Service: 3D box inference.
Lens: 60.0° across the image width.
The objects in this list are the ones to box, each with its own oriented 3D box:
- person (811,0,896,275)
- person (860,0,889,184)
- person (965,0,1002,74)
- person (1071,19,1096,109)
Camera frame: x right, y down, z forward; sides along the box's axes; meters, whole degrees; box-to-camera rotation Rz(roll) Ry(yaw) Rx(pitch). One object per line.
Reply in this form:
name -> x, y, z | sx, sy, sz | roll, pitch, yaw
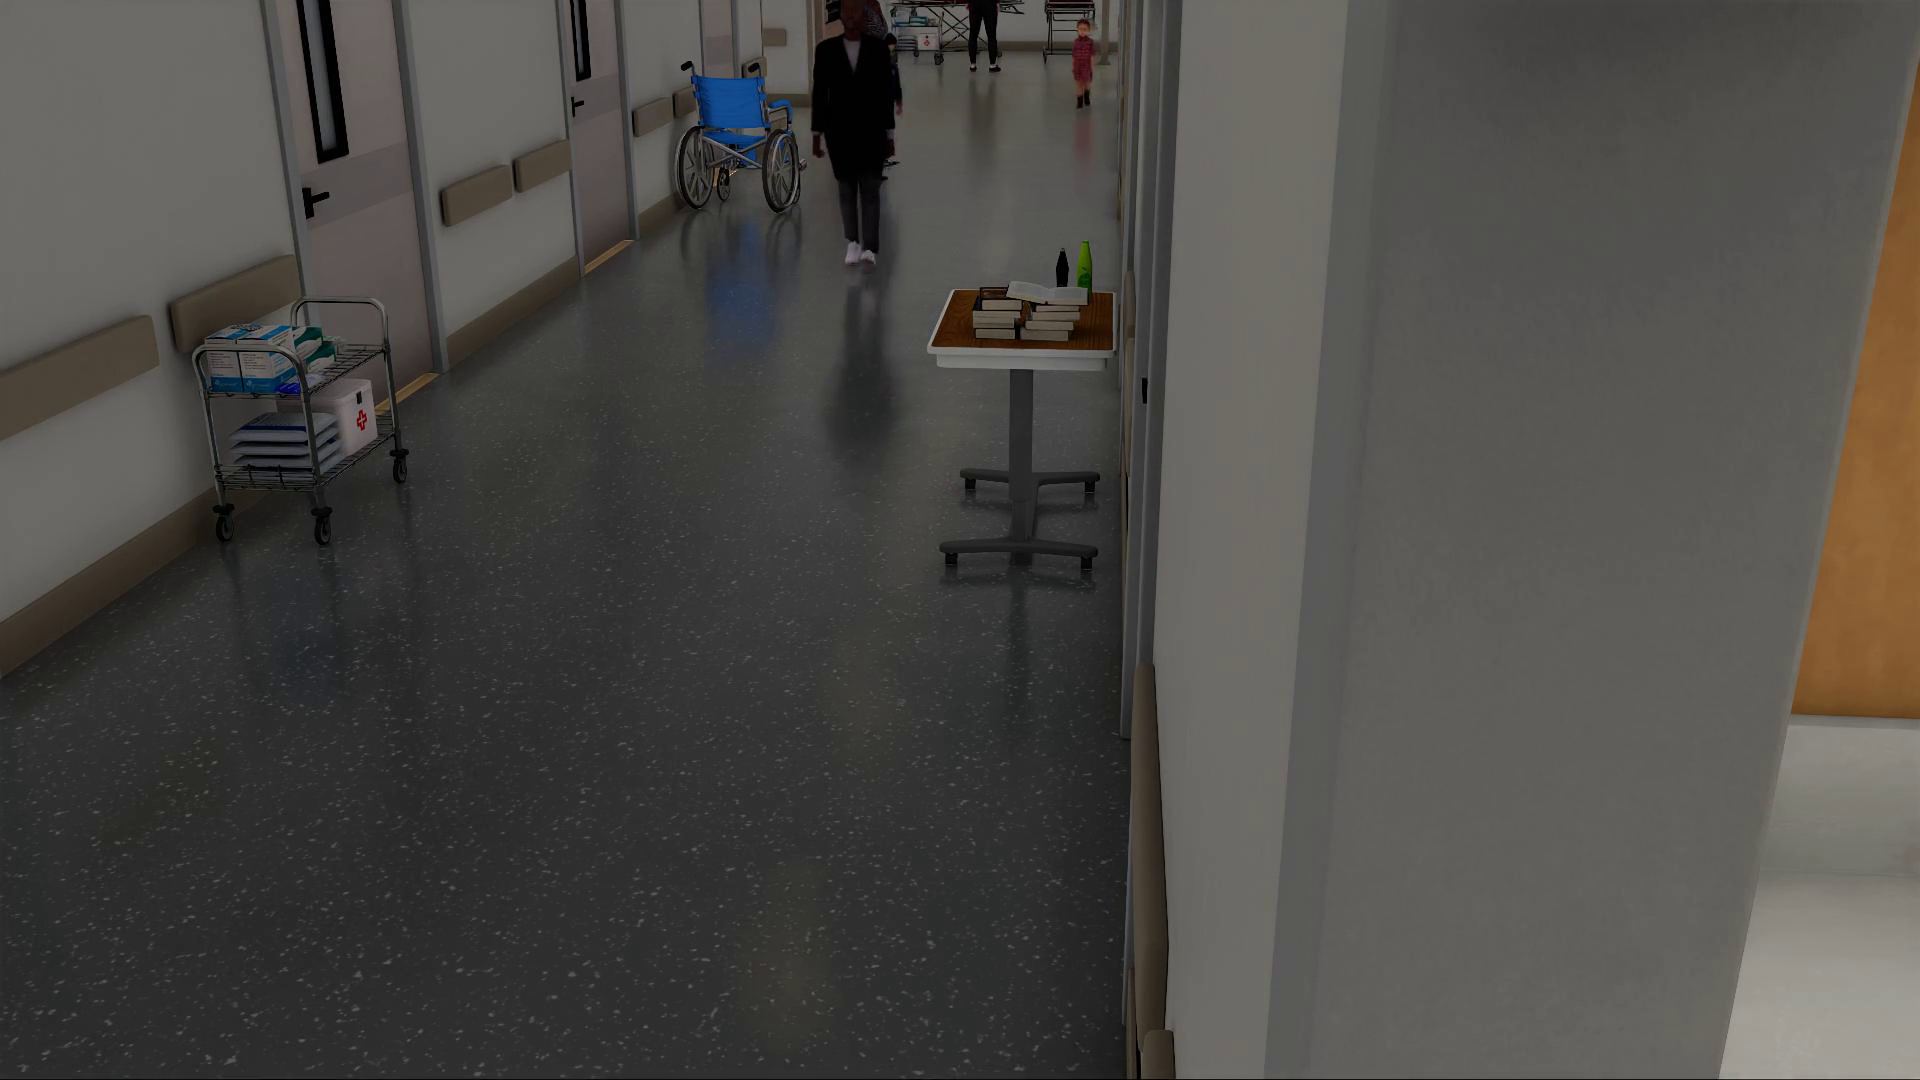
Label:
person -> -0.667, -2.595, 10.706 | 0.730, 1.721, 1.126 | 0, 21, 0
person -> -0.770, -3.978, 14.262 | 0.713, 1.788, 0.519 | 5, 21, 14
person -> 0.330, -7.752, 24.162 | 0.715, 1.834, 0.636 | 6, 21, 14
person -> 1.472, -5.681, 19.853 | 0.453, 1.014, 0.536 | 4, 21, 11
